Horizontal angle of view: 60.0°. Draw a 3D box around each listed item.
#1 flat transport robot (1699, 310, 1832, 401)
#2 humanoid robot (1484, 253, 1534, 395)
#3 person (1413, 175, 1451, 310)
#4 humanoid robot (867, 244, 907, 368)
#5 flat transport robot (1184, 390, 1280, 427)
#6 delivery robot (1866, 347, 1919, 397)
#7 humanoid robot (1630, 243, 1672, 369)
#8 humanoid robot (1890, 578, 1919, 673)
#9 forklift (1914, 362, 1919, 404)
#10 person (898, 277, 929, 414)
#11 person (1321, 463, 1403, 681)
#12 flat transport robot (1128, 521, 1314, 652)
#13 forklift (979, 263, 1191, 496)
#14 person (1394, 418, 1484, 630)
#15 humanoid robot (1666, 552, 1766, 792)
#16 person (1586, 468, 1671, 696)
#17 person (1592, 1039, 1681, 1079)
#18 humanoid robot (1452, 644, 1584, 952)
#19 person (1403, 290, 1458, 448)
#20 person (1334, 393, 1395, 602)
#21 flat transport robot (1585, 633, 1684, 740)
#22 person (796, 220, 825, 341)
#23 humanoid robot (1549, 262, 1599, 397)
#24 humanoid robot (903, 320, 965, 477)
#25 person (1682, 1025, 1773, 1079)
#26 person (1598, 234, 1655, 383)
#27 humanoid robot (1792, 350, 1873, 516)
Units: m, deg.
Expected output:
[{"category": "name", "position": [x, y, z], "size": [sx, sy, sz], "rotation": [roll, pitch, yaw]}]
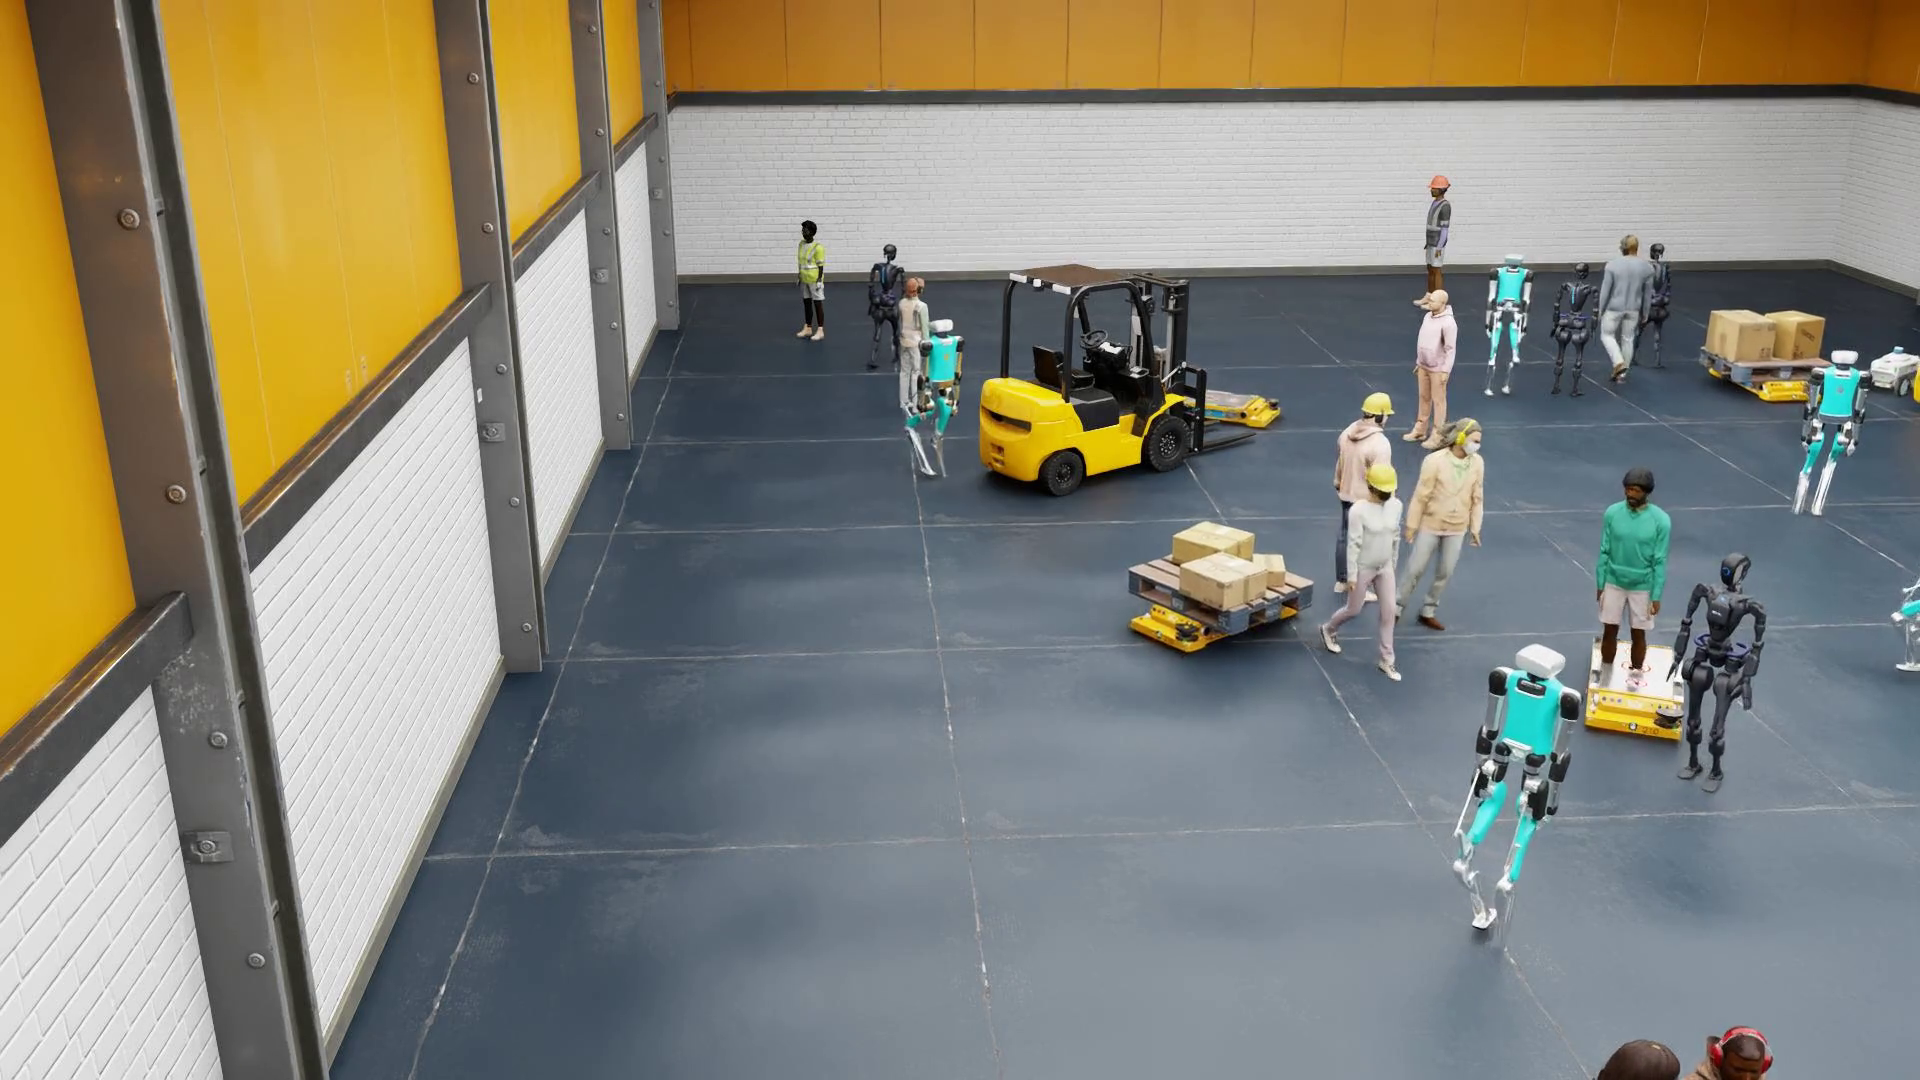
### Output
[{"category": "flat transport robot", "position": [10.227, -2.043, 21.192], "size": [0.659, 0.231, 1.431], "rotation": [-2, 20, -5]}, {"category": "humanoid robot", "position": [6.799, -2.640, 20.650], "size": [0.537, 1.735, 0.804], "rotation": [5, 21, 12]}, {"category": "person", "position": [7.258, -4.549, 25.452], "size": [0.371, 2.044, 0.605], "rotation": [-1, 20, -4]}, {"category": "humanoid robot", "position": [-1.001, -3.110, 22.154], "size": [0.615, 1.639, 0.781], "rotation": [10, 22, 25]}, {"category": "flat transport robot", "position": [3.064, -1.601, 19.989], "size": [1.431, 0.231, 0.659], "rotation": [10, 22, 24]}, {"category": "delivery robot", "position": [11.812, -2.137, 21.029], "size": [0.793, 0.590, 0.499], "rotation": [-16, 25, -36]}, {"category": "humanoid robot", "position": [9.198, -3.110, 22.089], "size": [0.610, 1.638, 0.568], "rotation": [-9, 22, -23]}, {"category": "humanoid robot", "position": [7.478, 0.292, 12.742], "size": [0.825, 1.800, 0.543], "rotation": [3, 20, 8]}, {"category": "forklift", "position": [12.602, -2.435, 19.475], "size": [2.313, 2.155, 1.214], "rotation": [-1, 20, -4]}, {"category": "person", "position": [-0.555, -2.343, 20.035], "size": [0.315, 1.633, 0.514], "rotation": [-16, 26, -37]}, {"category": "person", "position": [3.176, 0.189, 12.989], "size": [0.534, 1.740, 0.767], "rotation": [-10, 22, -24]}, {"category": "flat transport robot", "position": [2.176, 0.594, 14.010], "size": [1.431, 0.231, 0.659], "rotation": [-15, 25, -36]}, {"category": "forklift", "position": [1.315, -1.764, 17.646], "size": [2.313, 2.155, 1.214], "rotation": [-14, 24, -33]}, {"category": "person", "position": [3.948, -0.124, 13.681], "size": [0.682, 1.842, 0.391], "rotation": [-2, 20, -6]}, {"category": "humanoid robot", "position": [5.098, 0.864, 11.223], "size": [0.336, 1.651, 0.601], "rotation": [-16, 26, -38]}, {"category": "person", "position": [5.025, 0.338, 12.446], "size": [0.537, 1.837, 0.400], "rotation": [15, 25, 35]}, {"category": "person", "position": [2.420, 2.642, 6.249], "size": [0.358, 1.769, 0.477], "rotation": [-3, 20, -8]}, {"category": "humanoid robot", "position": [3.065, 1.558, 9.426], "size": [0.548, 1.902, 0.725], "rotation": [17, 26, 38]}, {"category": "person", "position": [5.339, -1.931, 18.689], "size": [0.407, 1.784, 0.524], "rotation": [-8, 22, -21]}, {"category": "person", "position": [3.459, -0.359, 14.311], "size": [0.434, 1.855, 0.817], "rotation": [-8, 22, -20]}, {"category": "flat transport robot", "position": [5.130, 1.097, 12.638], "size": [0.659, 0.231, 1.431], "rotation": [8, 22, 20]}, {"category": "person", "position": [-2.123, -3.688, 23.602], "size": [0.318, 1.696, 0.533], "rotation": [-19, 27, -42]}, {"category": "humanoid robot", "position": [7.655, -2.643, 20.763], "size": [0.599, 1.657, 0.315], "rotation": [18, 26, 39]}, {"category": "humanoid robot", "position": [-0.332, -1.438, 17.546], "size": [0.538, 1.875, 0.733], "rotation": [-13, 24, -32]}, {"category": "person", "position": [2.974, 2.588, 6.583], "size": [0.449, 1.641, 0.326], "rotation": [3, 20, 8]}, {"category": "person", "position": [8.454, -2.909, 21.159], "size": [0.669, 1.926, 0.517], "rotation": [1, 20, 2]}, {"category": "humanoid robot", "position": [8.522, -0.998, 16.355], "size": [0.534, 1.874, 0.756], "rotation": [7, 21, 19]}]
